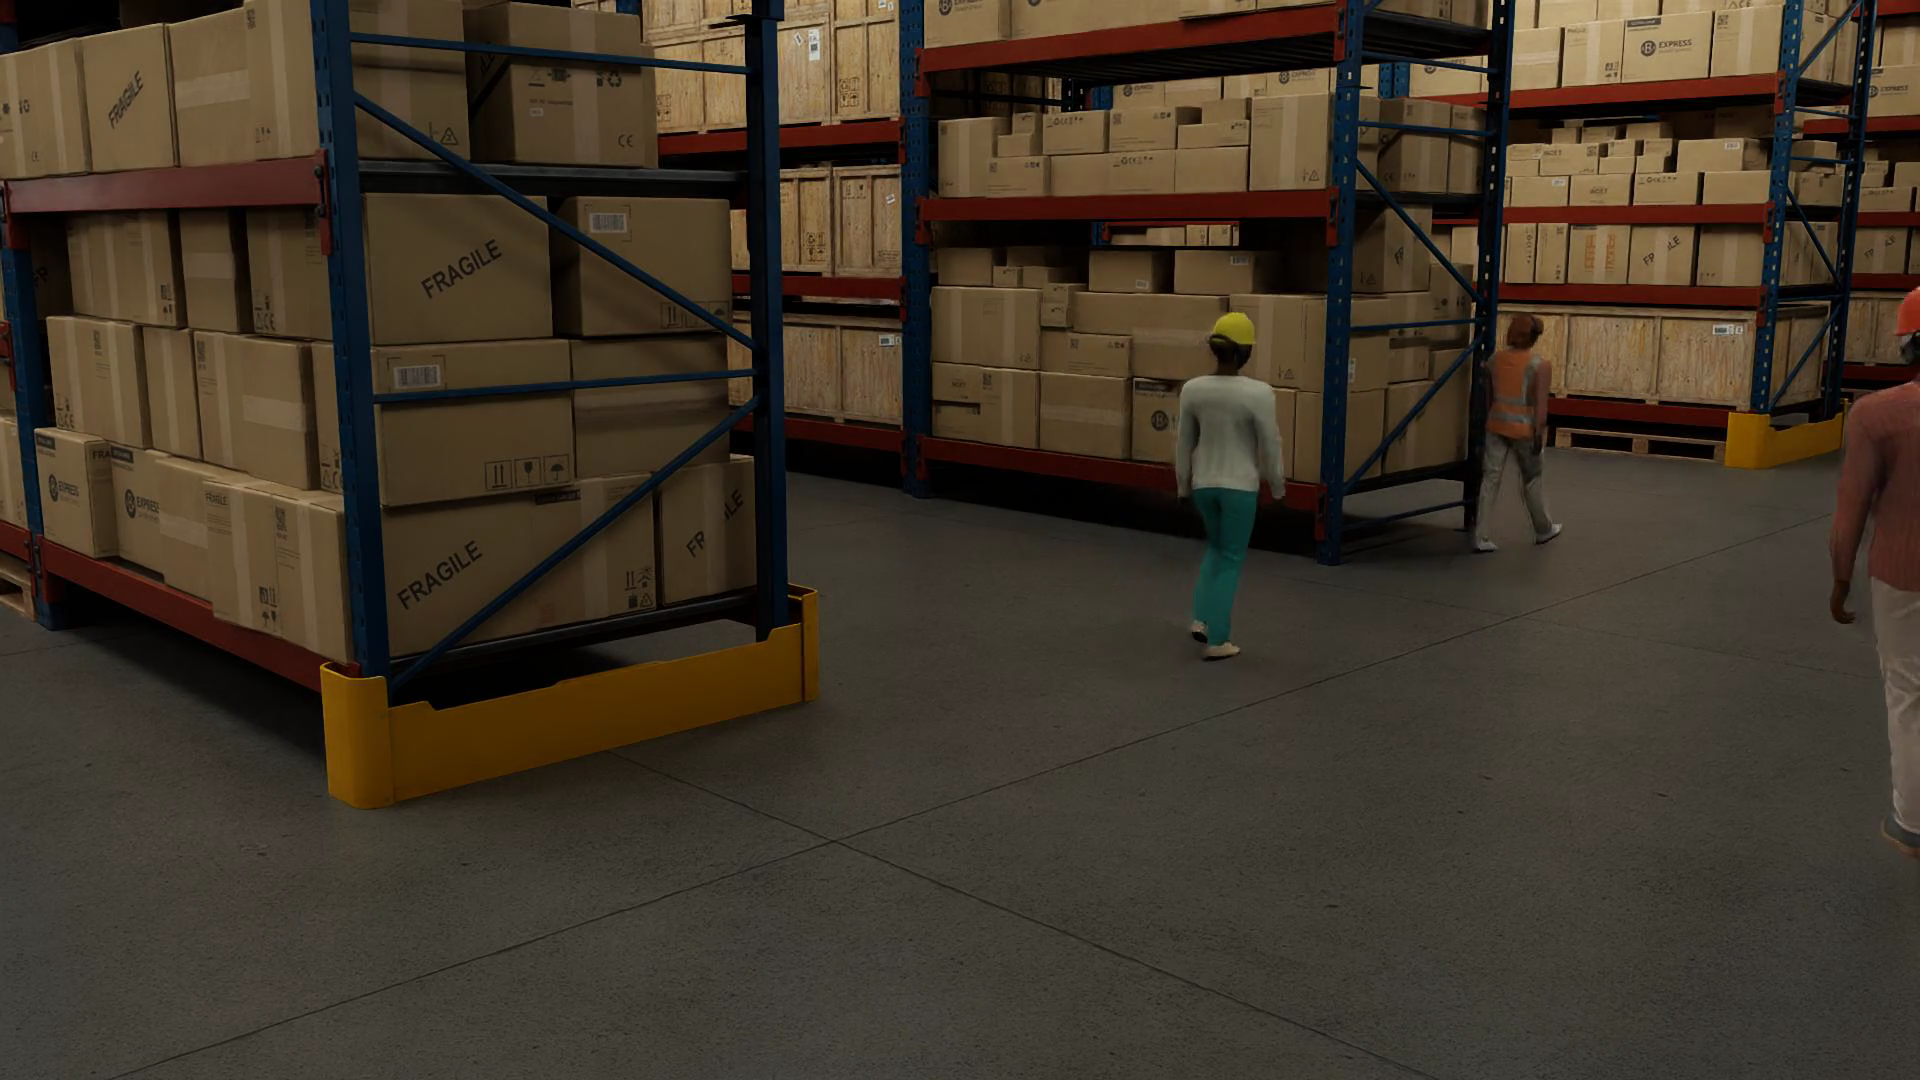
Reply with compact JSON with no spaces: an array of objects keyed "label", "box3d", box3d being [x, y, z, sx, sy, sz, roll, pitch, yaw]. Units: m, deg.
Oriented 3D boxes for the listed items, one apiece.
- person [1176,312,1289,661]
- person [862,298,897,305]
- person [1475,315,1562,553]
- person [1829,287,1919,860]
[{"label":"person","box3d":[1.370,-0.264,8.376,0.530,1.752,0.448,10,14,43]},{"label":"person","box3d":[-1.004,-2.525,20.266,0.746,1.915,0.553,8,13,37]},{"label":"person","box3d":[3.788,-0.719,11.265,0.845,1.593,0.530,-9,13,-39]},{"label":"person","box3d":[3.328,0.111,5.716,0.644,1.969,0.470,1,10,6]}]
